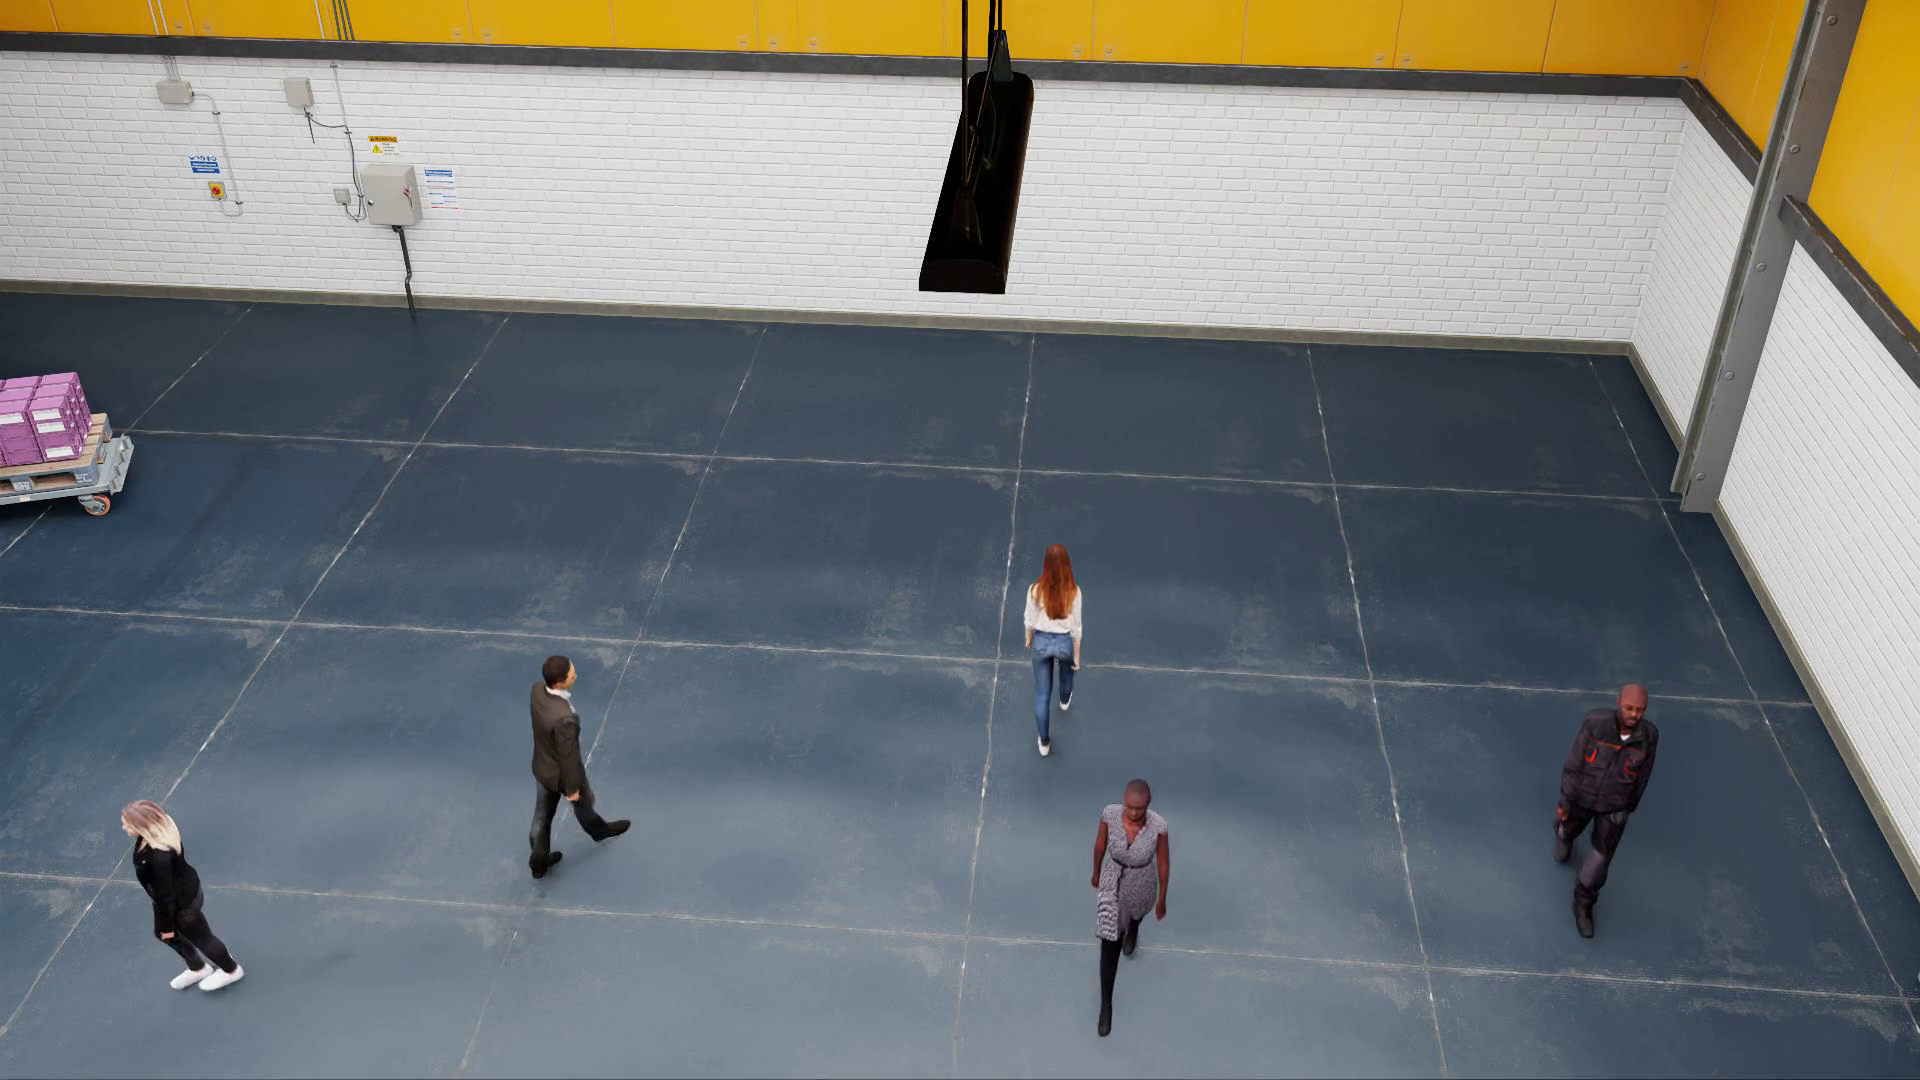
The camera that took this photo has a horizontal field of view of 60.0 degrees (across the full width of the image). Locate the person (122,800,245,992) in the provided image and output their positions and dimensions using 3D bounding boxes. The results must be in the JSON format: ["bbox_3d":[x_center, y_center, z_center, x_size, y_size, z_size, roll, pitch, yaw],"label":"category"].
[{"bbox_3d":[-4.686,2.184,10.220,0.831,1.667,0.759,-15,36,-21],"label":"person"}]

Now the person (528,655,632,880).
[{"bbox_3d":[-2.742,1.555,11.085,1.189,1.757,1.124,-28,43,-35],"label":"person"}]

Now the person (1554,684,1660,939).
[{"bbox_3d":[4.195,1.625,10.940,0.885,1.800,1.254,11,35,16],"label":"person"}]

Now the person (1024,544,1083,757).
[{"bbox_3d":[0.687,0.847,12.206,0.582,1.696,1.007,3,34,5],"label":"person"}]

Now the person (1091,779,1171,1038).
[{"bbox_3d":[1.069,2.103,10.291,0.732,1.723,1.208,7,34,10],"label":"person"}]
